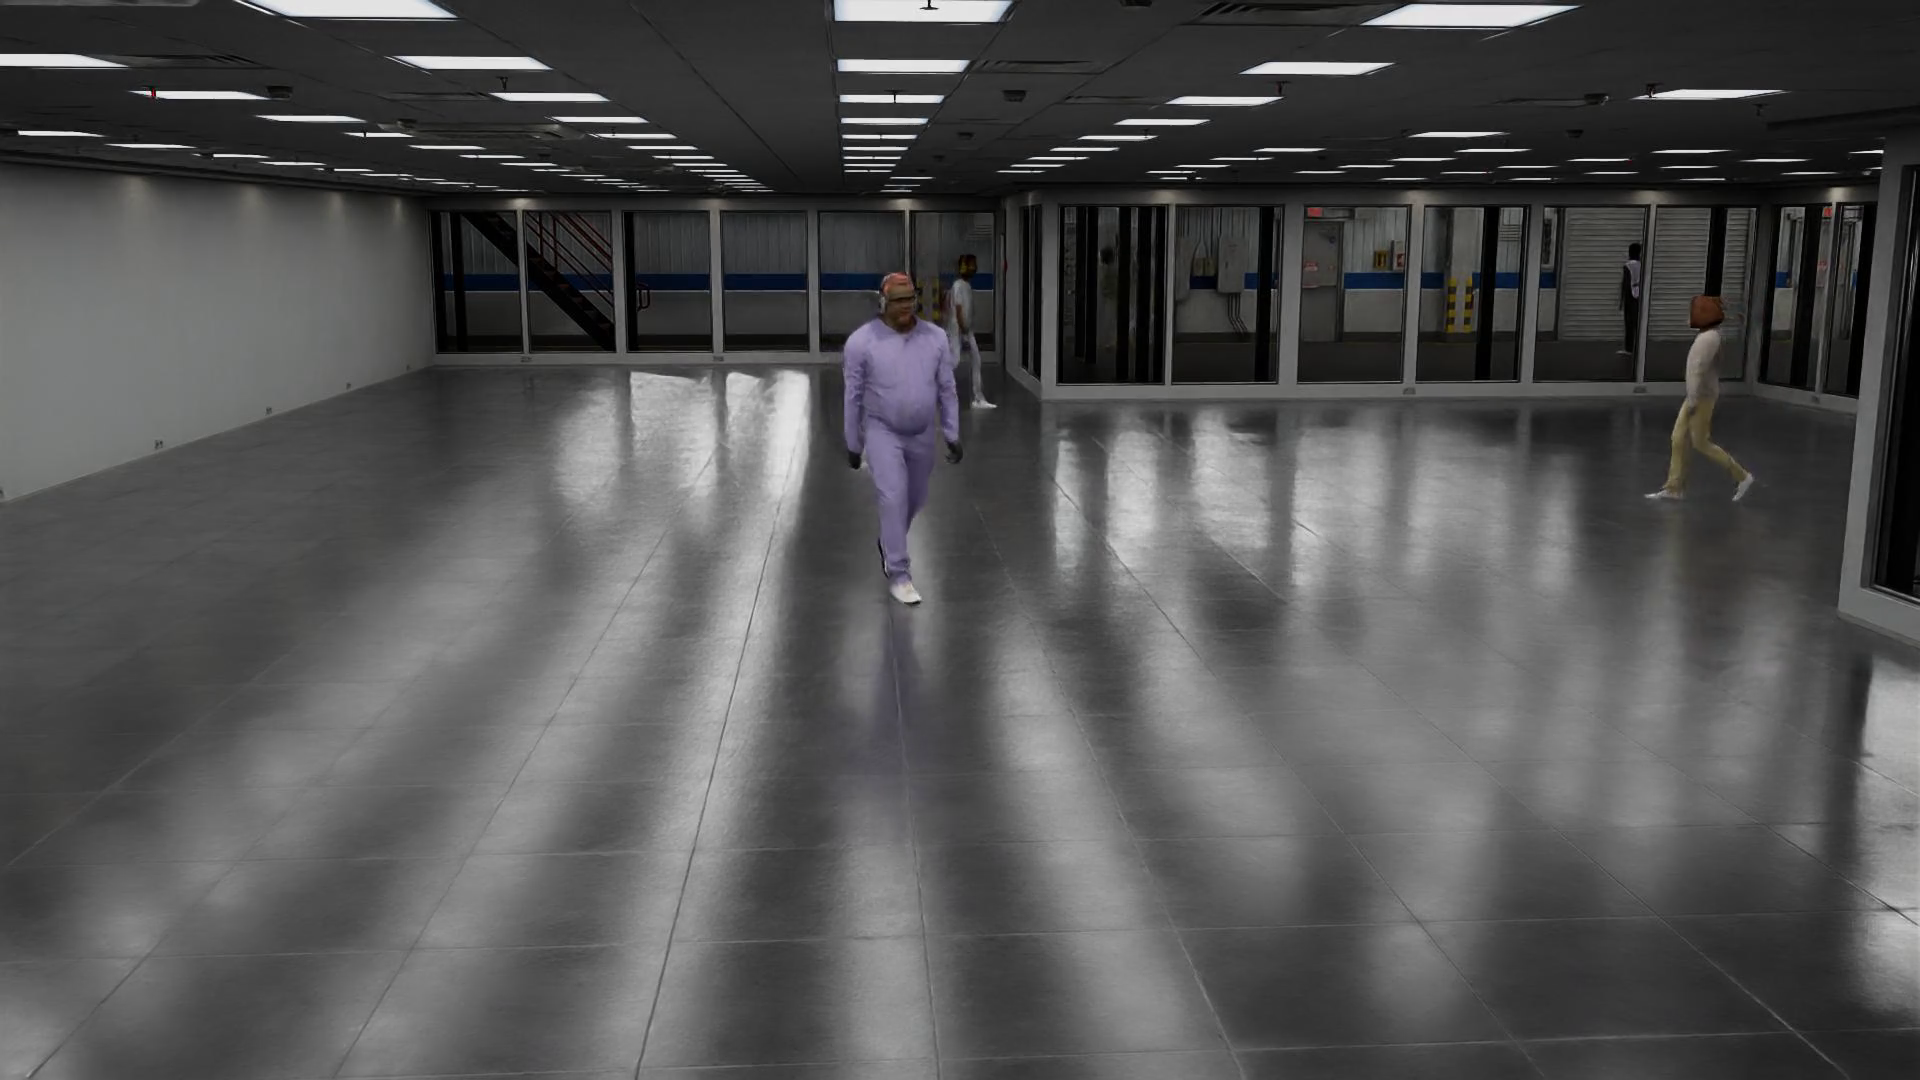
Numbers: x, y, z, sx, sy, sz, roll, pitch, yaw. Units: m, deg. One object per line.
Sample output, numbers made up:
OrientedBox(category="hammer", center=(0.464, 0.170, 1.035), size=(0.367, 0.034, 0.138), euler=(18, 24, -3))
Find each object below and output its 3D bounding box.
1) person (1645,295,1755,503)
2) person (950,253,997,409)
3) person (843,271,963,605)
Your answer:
OrientedBox(category="person", center=(5.736, -1.072, 12.781), size=(0.698, 1.608, 0.504), euler=(3, 11, 15))
OrientedBox(category="person", center=(-0.021, -2.473, 19.731), size=(0.894, 1.843, 0.516), euler=(5, 12, 26))
OrientedBox(category="person", center=(-0.369, -0.621, 9.647), size=(0.640, 1.872, 0.889), euler=(-5, 12, -26))
